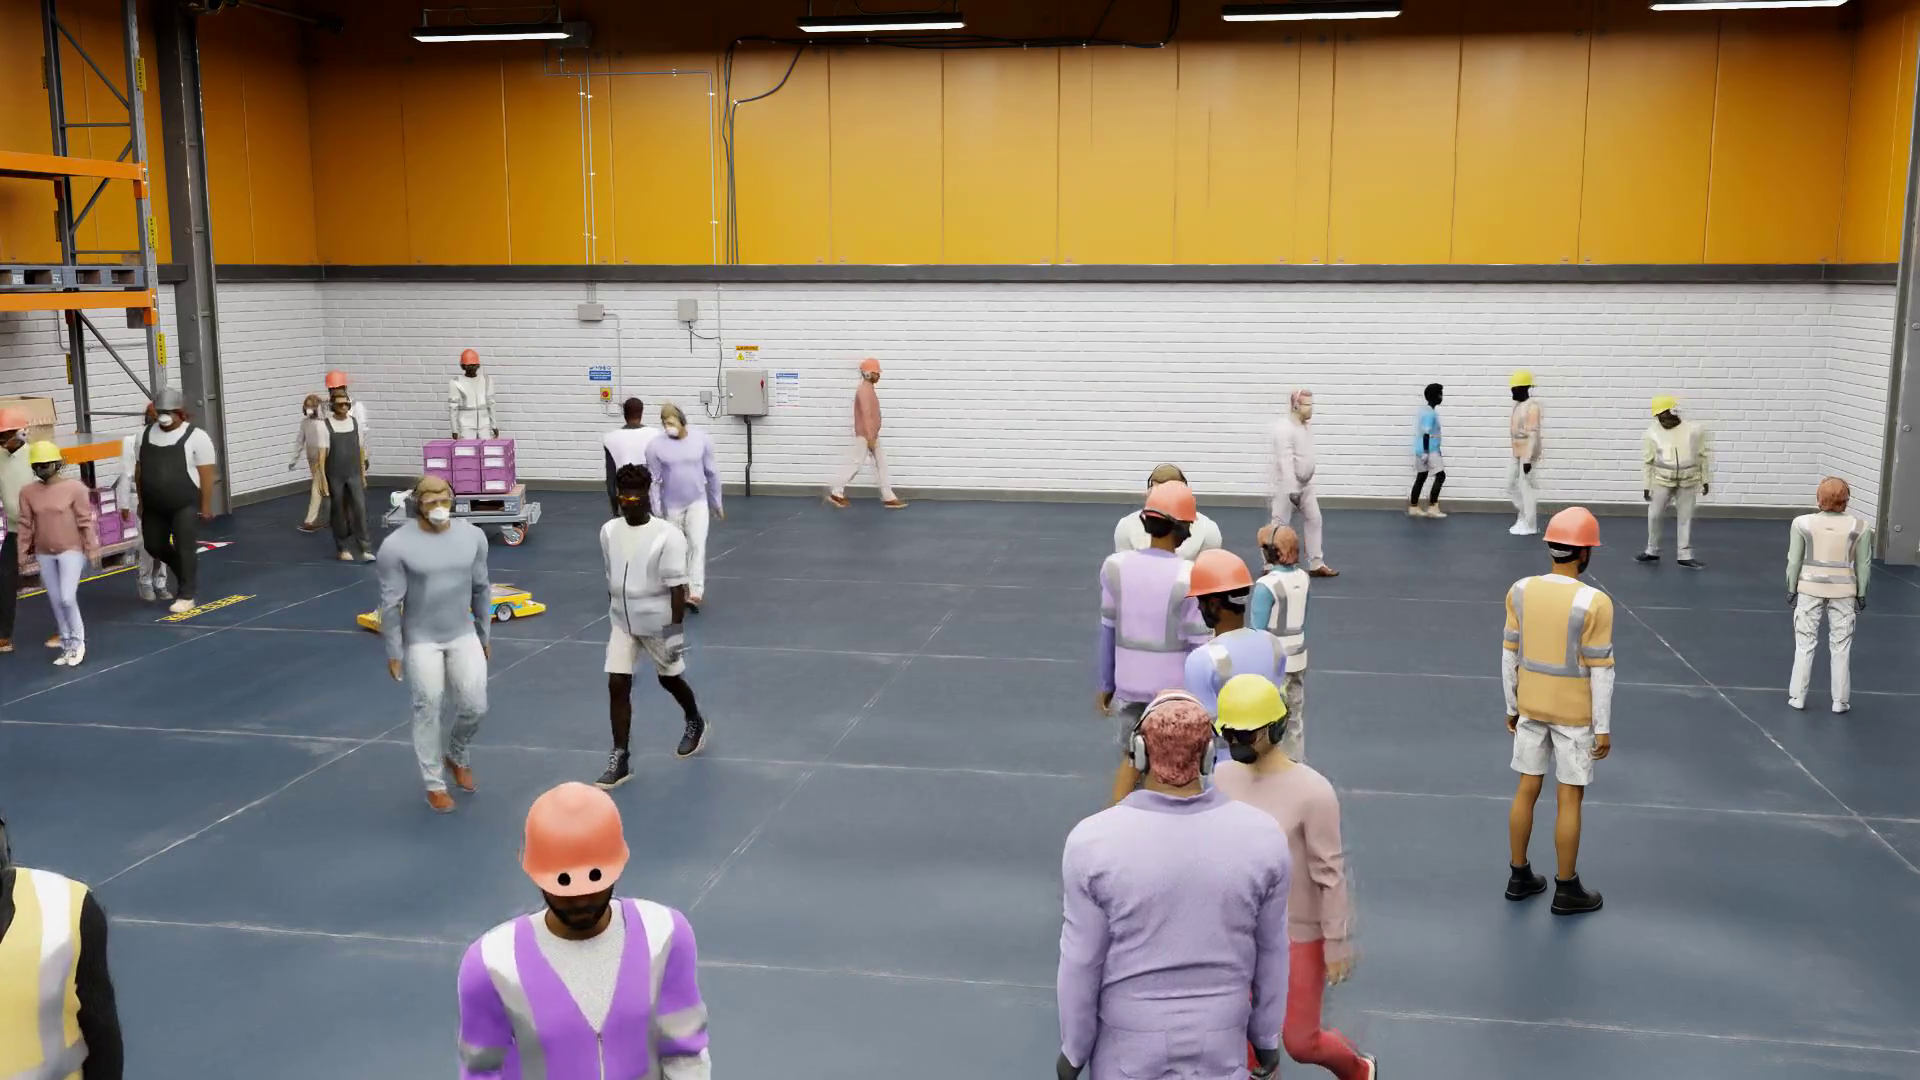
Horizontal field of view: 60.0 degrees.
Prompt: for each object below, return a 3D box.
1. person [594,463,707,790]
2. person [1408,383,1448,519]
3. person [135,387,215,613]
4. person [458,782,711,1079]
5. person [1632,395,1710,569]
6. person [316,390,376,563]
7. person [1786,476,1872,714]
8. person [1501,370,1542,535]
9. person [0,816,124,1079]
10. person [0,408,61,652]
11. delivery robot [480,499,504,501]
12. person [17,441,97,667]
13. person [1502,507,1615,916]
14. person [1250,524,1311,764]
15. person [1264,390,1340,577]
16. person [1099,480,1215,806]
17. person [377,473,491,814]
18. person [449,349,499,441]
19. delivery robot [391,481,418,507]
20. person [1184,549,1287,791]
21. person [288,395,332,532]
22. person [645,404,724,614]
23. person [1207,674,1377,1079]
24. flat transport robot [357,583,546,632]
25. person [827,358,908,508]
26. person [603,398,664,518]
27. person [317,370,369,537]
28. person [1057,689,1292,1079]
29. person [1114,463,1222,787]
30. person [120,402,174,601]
[{"bbox_3d":[-1.872,0.467,10.079,0.615,1.920,1.011,4,10,21],"label":"person"},{"bbox_3d":[5.823,-1.088,20.450,0.594,1.679,0.546,2,9,10],"label":"person"},{"bbox_3d":[-7.050,-0.387,14.967,0.696,2.000,0.689,1,9,3],"label":"person"},{"bbox_3d":[-0.820,1.481,3.810,0.543,1.905,0.737,-5,11,-30],"label":"person"},{"bbox_3d":[7.341,-0.587,17.038,0.685,1.781,0.406,3,10,21],"label":"person"},{"bbox_3d":[-6.362,-0.638,17.238,0.524,1.807,0.874,-7,12,-38],"label":"person"},{"bbox_3d":[5.961,0.381,11.439,0.519,1.639,0.310,5,10,27],"label":"person"},{"bbox_3d":[6.478,-1.001,19.150,0.468,1.915,0.640,0,9,-1],"label":"person"},{"bbox_3d":[-2.388,1.475,4.069,0.633,1.831,0.493,-5,11,-30],"label":"person"},{"bbox_3d":[-7.481,-0.063,13.227,0.638,1.954,0.914,3,10,16],"label":"person"},{"bbox_3d":[-5.687,-0.503,19.995,0.707,0.478,0.477,-6,11,-31],"label":"delivery robot"},{"bbox_3d":[-6.933,0.115,12.733,0.556,1.749,0.501,0,9,1],"label":"person"},{"bbox_3d":[2.858,0.803,7.912,0.370,1.933,0.553,-7,12,-37],"label":"person"},{"bbox_3d":[1.793,0.721,9.359,0.309,1.634,0.517,8,12,39],"label":"person"},{"bbox_3d":[3.370,-0.523,16.308,0.816,1.878,0.664,7,11,37],"label":"person"},{"bbox_3d":[0.948,0.720,8.143,0.636,2.024,0.539,6,11,33],"label":"person"},{"bbox_3d":[-2.918,0.581,9.332,0.647,1.926,0.426,-7,11,-36],"label":"person"},{"bbox_3d":[-6.433,-1.521,22.048,0.624,2.027,0.405,-7,11,-36],"label":"person"},{"bbox_3d":[-6.394,-0.468,19.782,0.707,0.478,0.477,-2,9,-14],"label":"delivery robot"},{"bbox_3d":[1.061,0.992,6.760,0.542,1.929,0.368,-9,13,-44],"label":"person"},{"bbox_3d":[-7.568,-0.899,19.500,0.524,1.596,0.730,5,11,30],"label":"person"},{"bbox_3d":[-2.465,-0.295,14.947,0.690,1.862,1.036,-1,9,-8],"label":"person"},{"bbox_3d":[1.097,1.280,5.576,0.626,1.733,0.559,-8,12,-41],"label":"person"},{"bbox_3d":[-4.398,0.584,14.419,1.431,0.197,0.652,-9,13,-43],"label":"flat transport robot"},{"bbox_3d":[-1.226,-1.365,21.332,1.017,1.952,0.636,1,9,7],"label":"person"},{"bbox_3d":[-3.035,-0.426,15.847,0.673,1.837,1.044,-2,9,-12],"label":"person"},{"bbox_3d":[-7.056,-0.981,19.008,0.573,1.924,0.416,1,9,5],"label":"person"},{"bbox_3d":[0.577,1.351,4.600,0.651,1.906,0.403,-1,9,-8],"label":"person"},{"bbox_3d":[1.200,0.507,9.744,0.635,1.936,0.352,2,9,12],"label":"person"},{"bbox_3d":[-7.406,-0.351,15.288,0.445,1.861,0.591,7,11,35],"label":"person"}]
